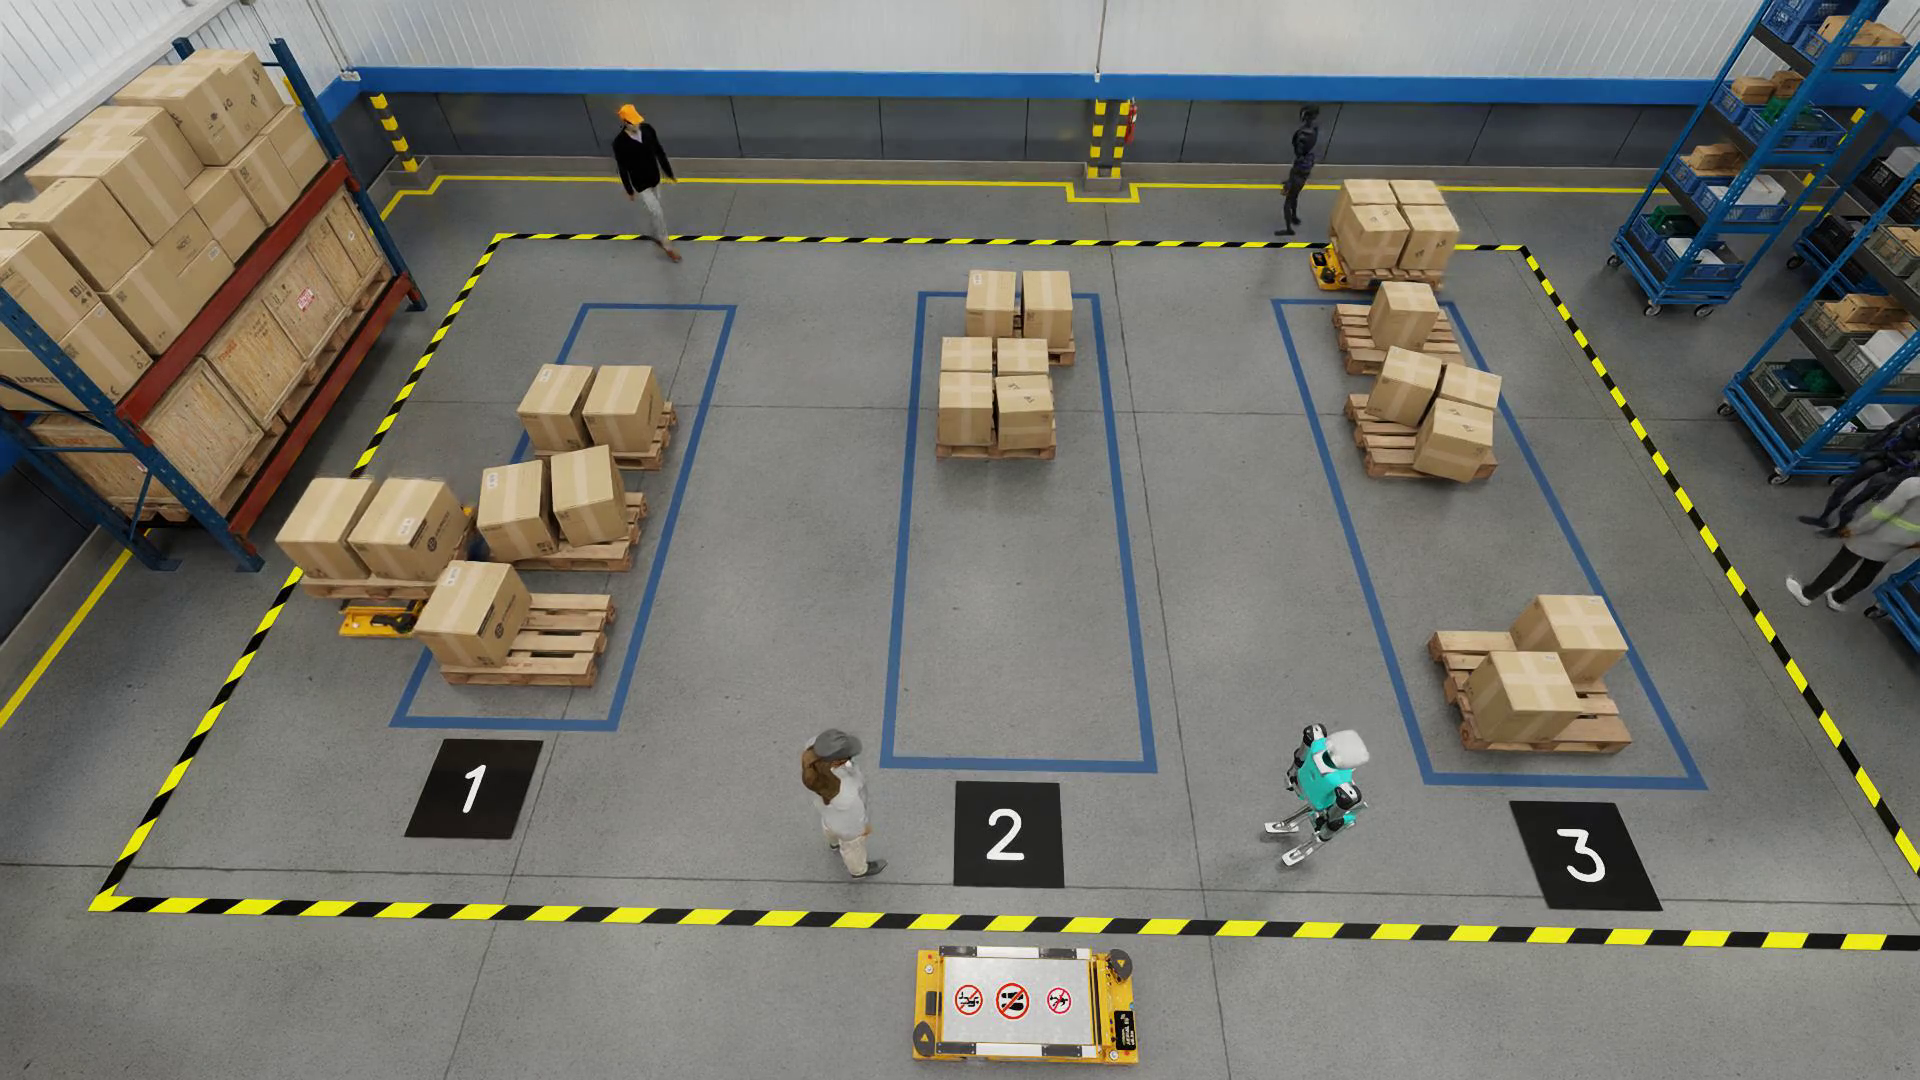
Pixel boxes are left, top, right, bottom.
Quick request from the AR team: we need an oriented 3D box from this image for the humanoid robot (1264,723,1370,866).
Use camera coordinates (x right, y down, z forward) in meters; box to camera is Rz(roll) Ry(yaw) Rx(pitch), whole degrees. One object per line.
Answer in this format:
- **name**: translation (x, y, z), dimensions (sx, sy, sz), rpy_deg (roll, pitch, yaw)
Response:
- **humanoid robot**: translation (2.500, 1.686, 6.077), dimensions (0.735, 1.677, 0.533), rpy_deg (-11, 52, -9)

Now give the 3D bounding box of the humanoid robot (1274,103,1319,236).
- **humanoid robot**: translation (4.194, -4.558, 11.301), dimensions (0.398, 1.638, 0.660), rpy_deg (18, 53, 14)

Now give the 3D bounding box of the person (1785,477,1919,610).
- **person**: translation (7.644, -0.091, 7.539), dimensions (0.596, 1.850, 0.395), rpy_deg (8, 51, 7)

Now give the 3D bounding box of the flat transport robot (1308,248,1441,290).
- **flat transport robot**: translation (5.062, -3.328, 11.181), dimensions (1.431, 0.197, 0.652), rpy_deg (1, 51, 1)

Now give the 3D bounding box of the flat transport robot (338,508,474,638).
- **flat transport robot**: translation (-4.997, 0.231, 8.280), dimensions (0.652, 0.197, 1.431), rpy_deg (1, 51, 1)

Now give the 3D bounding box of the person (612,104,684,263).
- **person**: translation (-3.633, -4.241, 10.915), dimensions (0.793, 1.857, 0.600), rpy_deg (24, 55, 18)

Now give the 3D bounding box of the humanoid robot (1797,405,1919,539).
- **humanoid robot**: translation (8.214, -0.643, 8.116), dimensions (0.392, 1.655, 0.587), rpy_deg (6, 51, 5)

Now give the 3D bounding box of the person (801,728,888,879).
- **person**: translation (-0.790, 1.754, 6.091), dimensions (0.405, 1.762, 0.564), rpy_deg (-28, 56, -21)

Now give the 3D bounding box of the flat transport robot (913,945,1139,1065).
- **flat transport robot**: translation (0.422, 3.041, 6.007), dimensions (1.431, 0.231, 0.659), rpy_deg (1, 51, 1)
